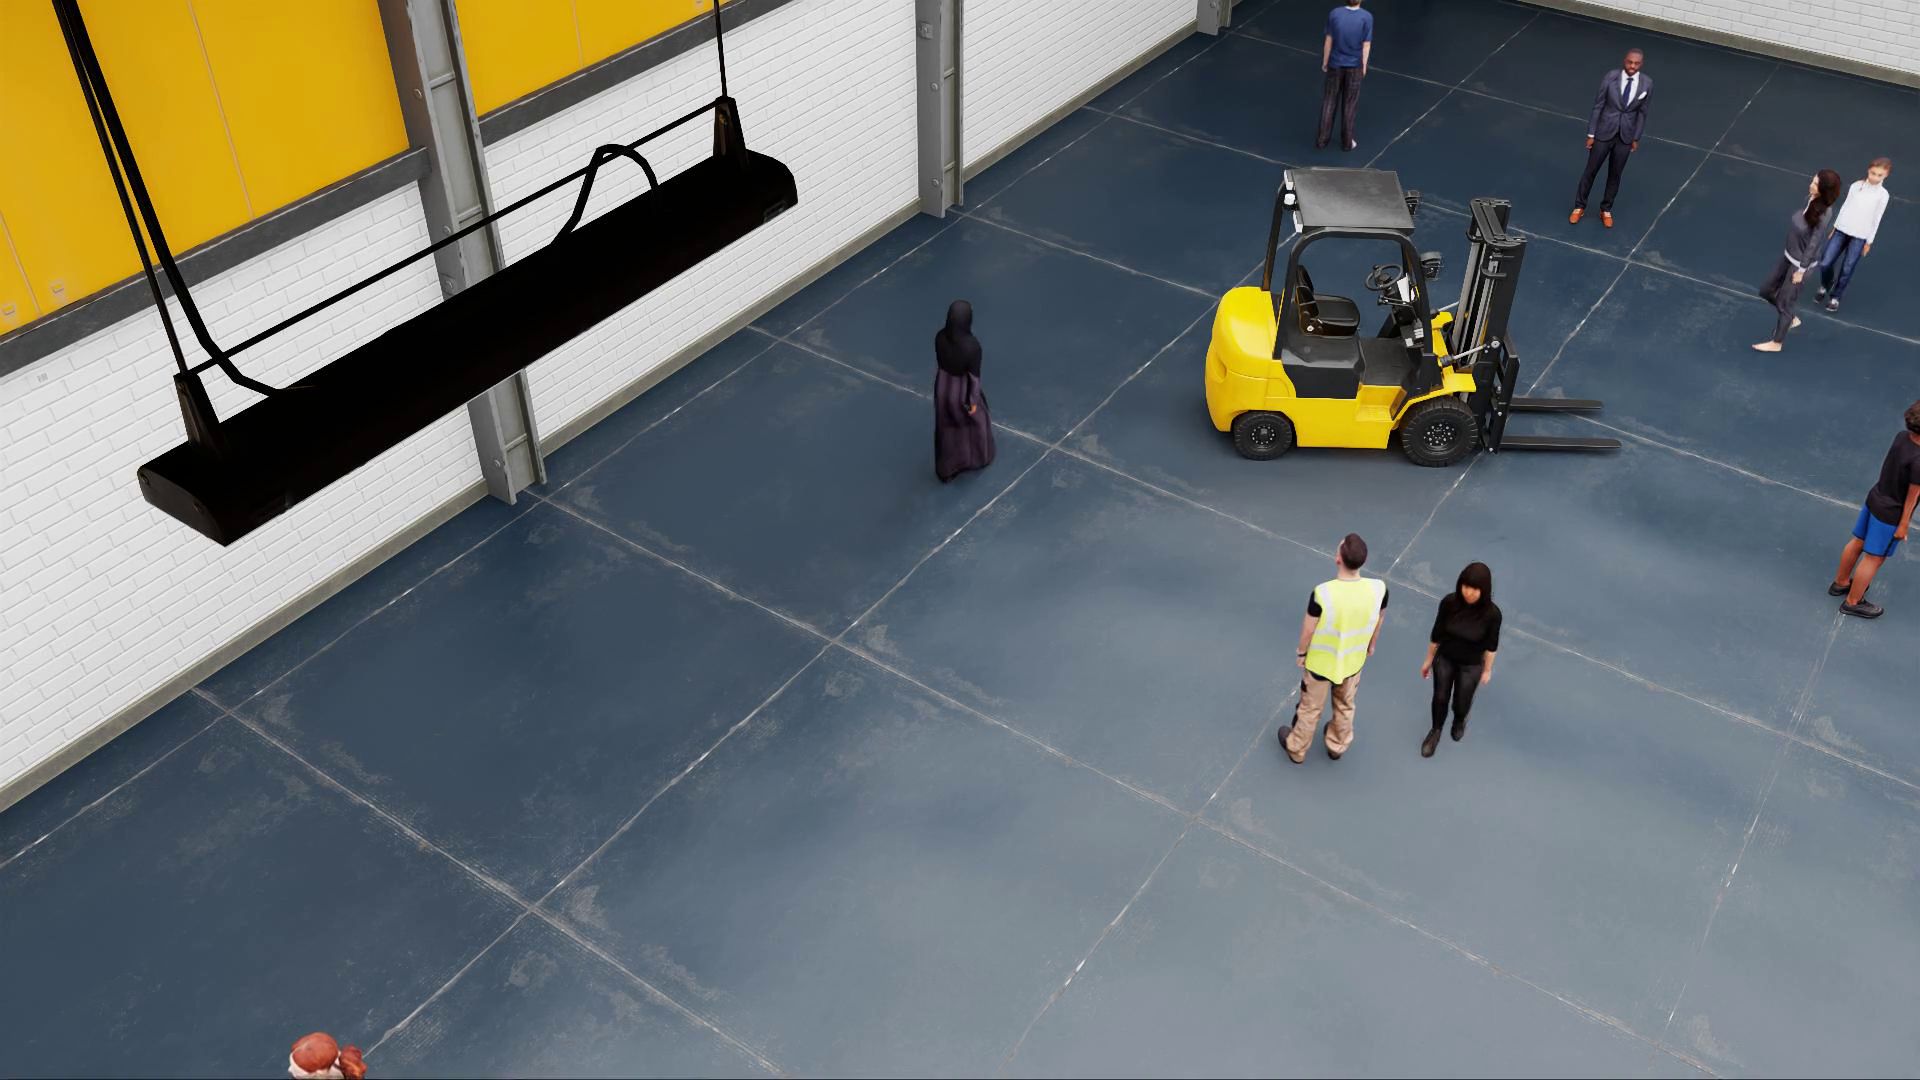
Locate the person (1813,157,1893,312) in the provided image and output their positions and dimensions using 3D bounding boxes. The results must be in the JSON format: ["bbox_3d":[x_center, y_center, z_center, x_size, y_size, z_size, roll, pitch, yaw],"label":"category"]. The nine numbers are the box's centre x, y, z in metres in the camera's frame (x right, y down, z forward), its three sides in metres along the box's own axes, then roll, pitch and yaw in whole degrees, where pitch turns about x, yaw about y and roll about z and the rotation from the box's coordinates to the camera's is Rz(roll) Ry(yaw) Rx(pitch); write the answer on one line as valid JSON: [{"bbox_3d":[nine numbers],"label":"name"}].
[{"bbox_3d":[8.336,-2.872,15.470,0.553,1.544,0.590,28,46,31],"label":"person"}]

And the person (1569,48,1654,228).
[{"bbox_3d":[6.578,-4.070,16.746,0.774,1.824,0.747,8,39,10],"label":"person"}]

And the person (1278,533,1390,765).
[{"bbox_3d":[2.418,0.730,10.719,0.852,1.844,0.911,-6,39,-7],"label":"person"}]

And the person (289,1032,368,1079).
[{"bbox_3d":[-2.929,2.940,7.999,0.697,1.785,0.659,-21,43,-25],"label":"person"}]

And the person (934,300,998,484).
[{"bbox_3d":[-0.073,-1.161,13.278,0.632,1.607,0.839,20,43,23],"label":"person"}]

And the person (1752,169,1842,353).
[{"bbox_3d":[7.542,-2.472,14.798,0.845,1.758,0.785,-1,39,-2],"label":"person"}]

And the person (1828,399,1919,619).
[{"bbox_3d":[6.695,-0.246,11.980,0.760,1.796,0.656,2,39,2],"label":"person"}]

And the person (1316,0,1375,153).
[{"bbox_3d":[4.183,-5.140,18.050,0.709,1.869,0.630,14,41,17],"label":"person"}]

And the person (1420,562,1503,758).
[{"bbox_3d":[3.280,0.738,10.882,0.587,1.629,0.672,20,43,23],"label":"person"}]
